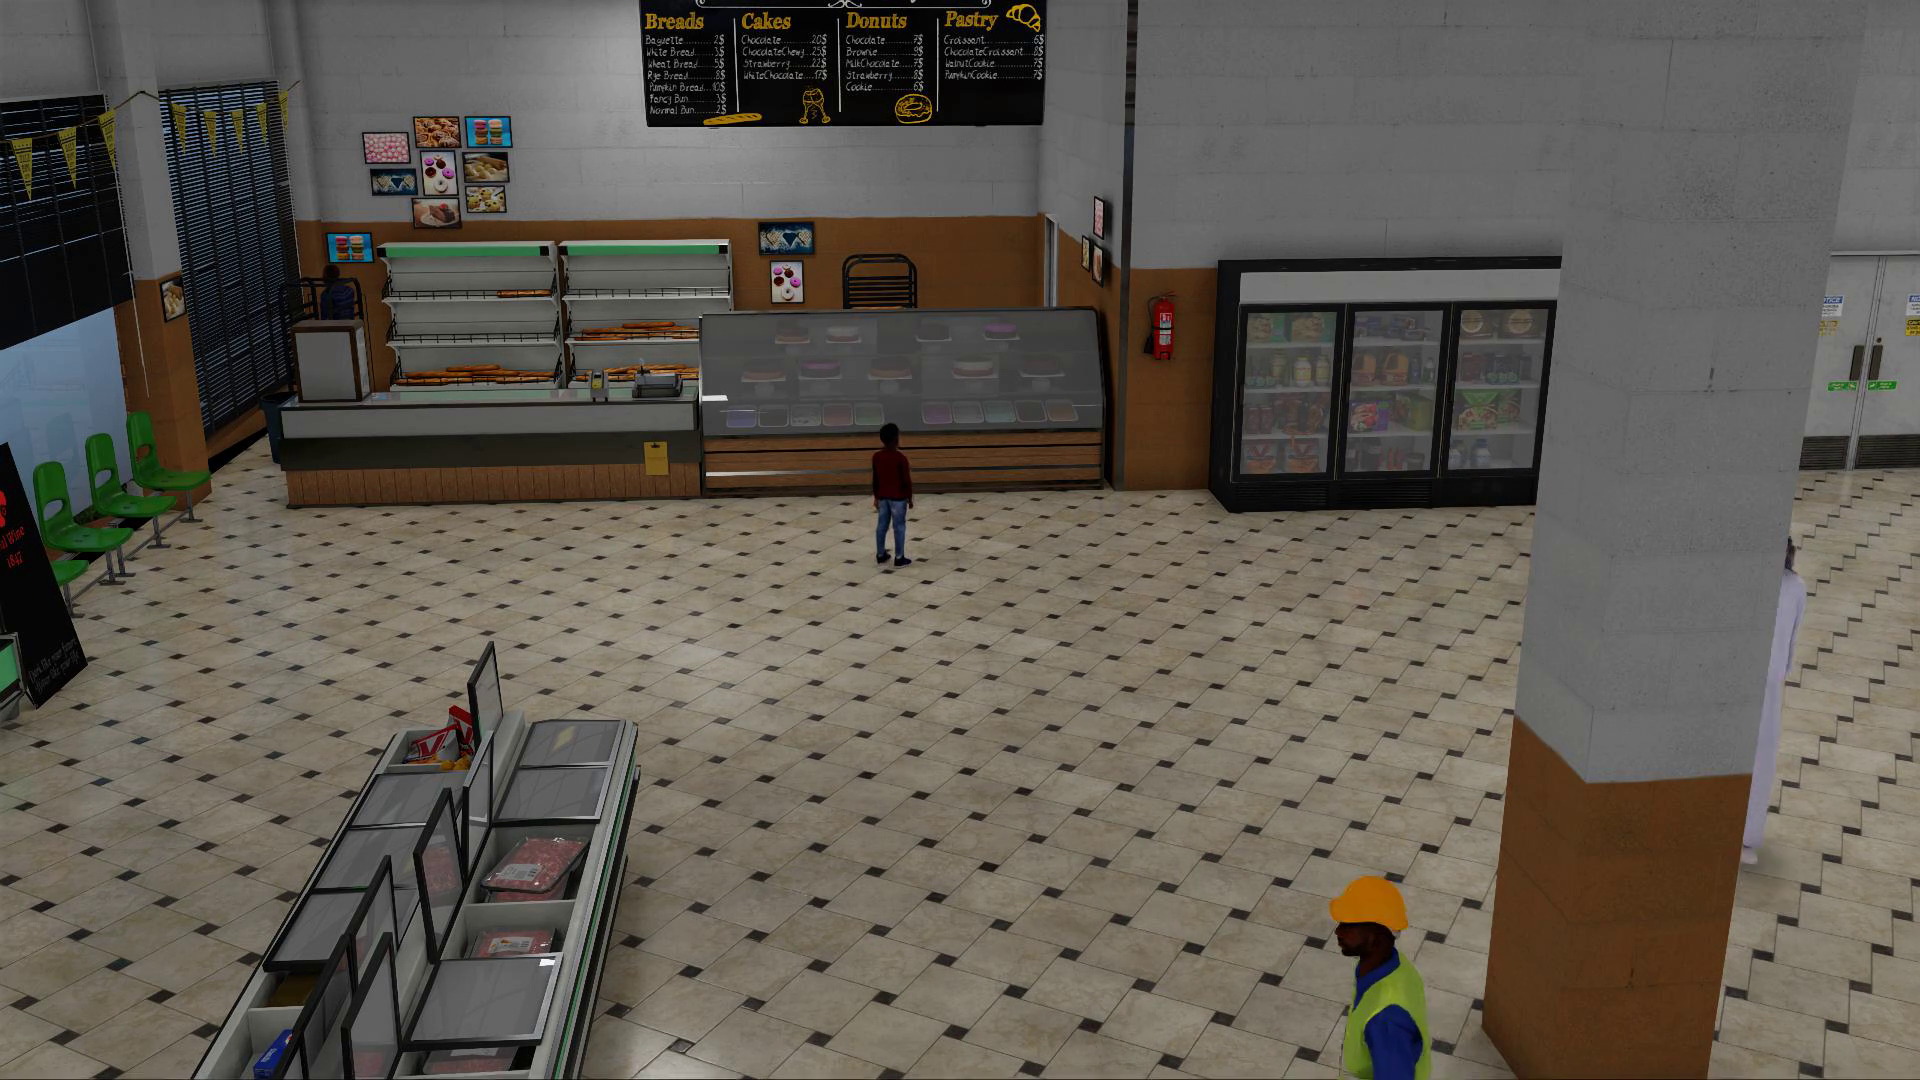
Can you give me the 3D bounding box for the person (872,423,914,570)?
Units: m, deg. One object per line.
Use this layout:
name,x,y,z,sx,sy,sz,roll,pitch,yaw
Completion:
person,-0.580,-0.376,14.179,0.589,1.255,0.624,9,19,27

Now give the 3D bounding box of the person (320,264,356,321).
person,-7.381,-2.367,19.756,0.836,1.824,0.711,6,18,20

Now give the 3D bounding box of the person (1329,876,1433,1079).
person,1.490,1.980,5.533,0.997,1.770,1.223,4,17,12
